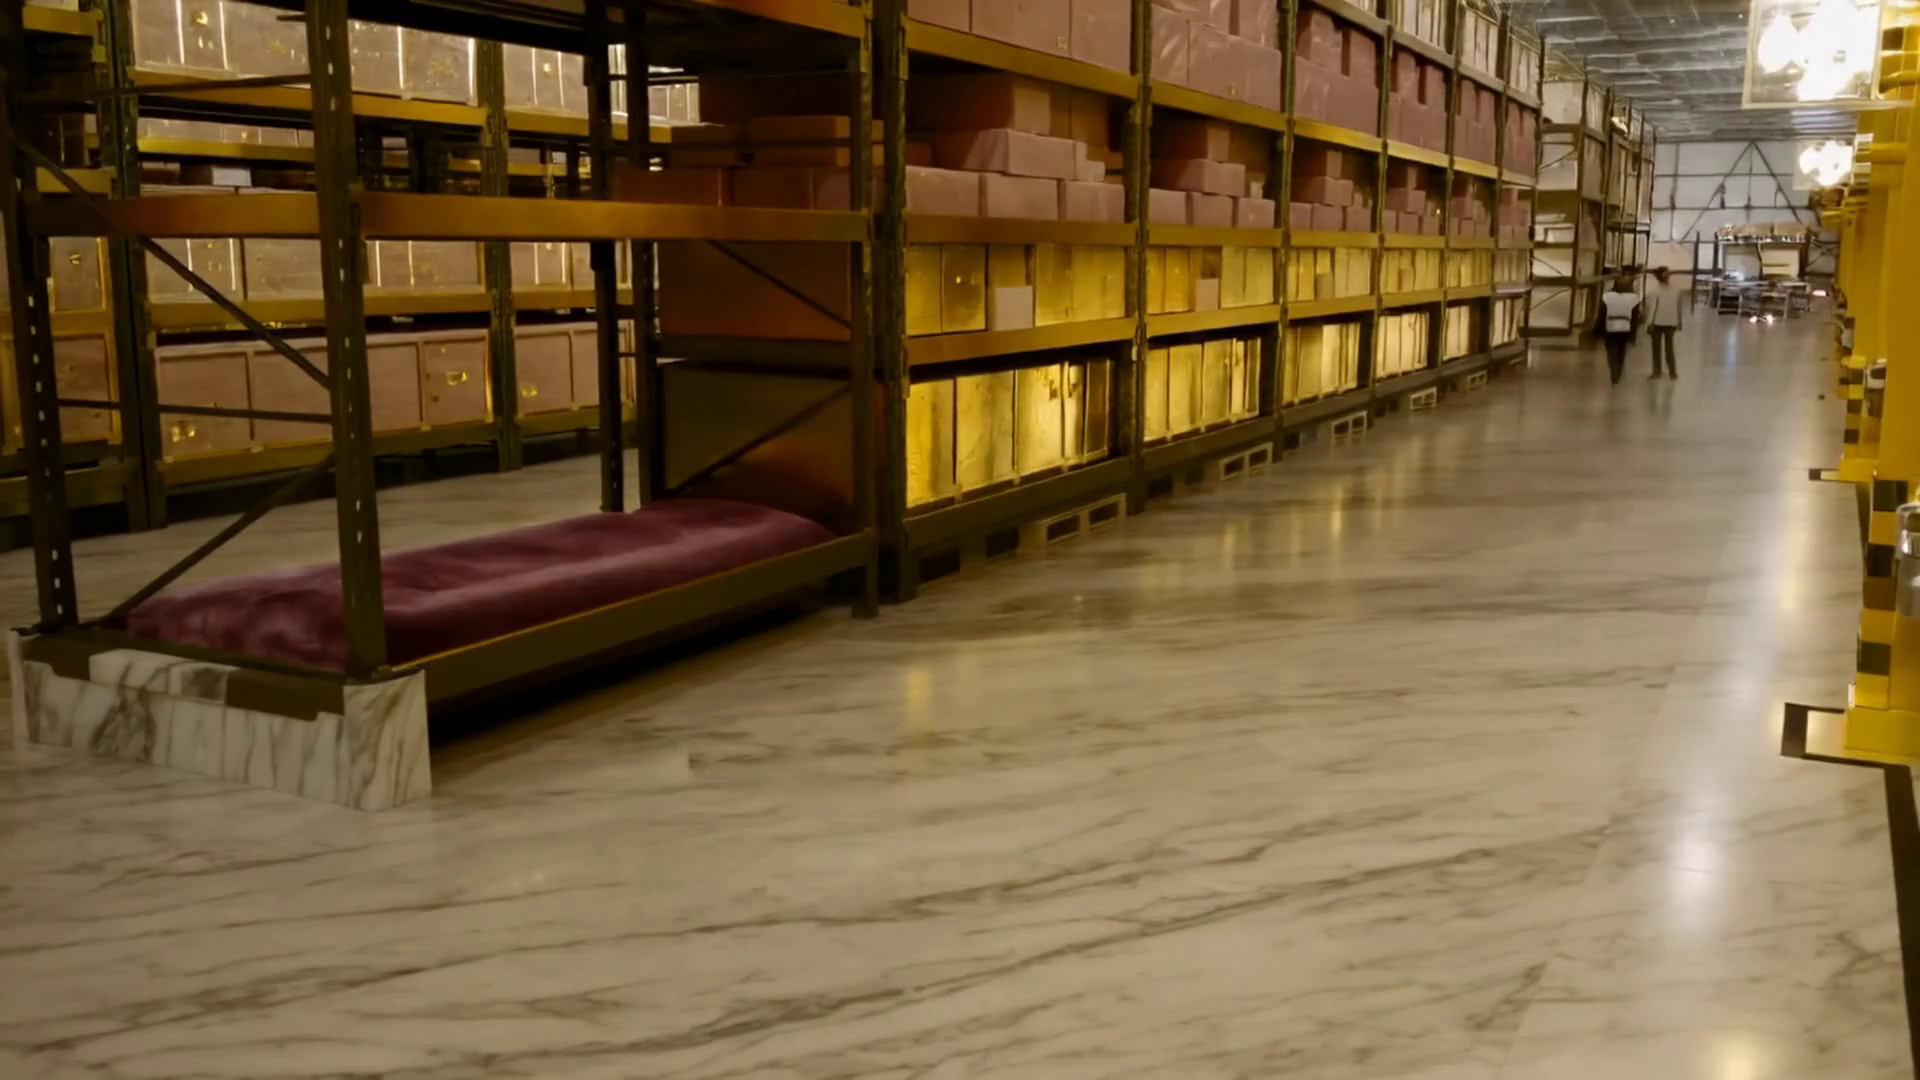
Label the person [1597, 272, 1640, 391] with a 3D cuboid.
[{"bbox_3d":[10.465,-3.309,26.421,0.588,1.880,0.922,2,10,9],"label":"person"}]

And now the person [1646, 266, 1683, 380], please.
[{"bbox_3d":[12.116,-3.727,28.580,0.654,1.960,0.559,-2,10,-11],"label":"person"}]
